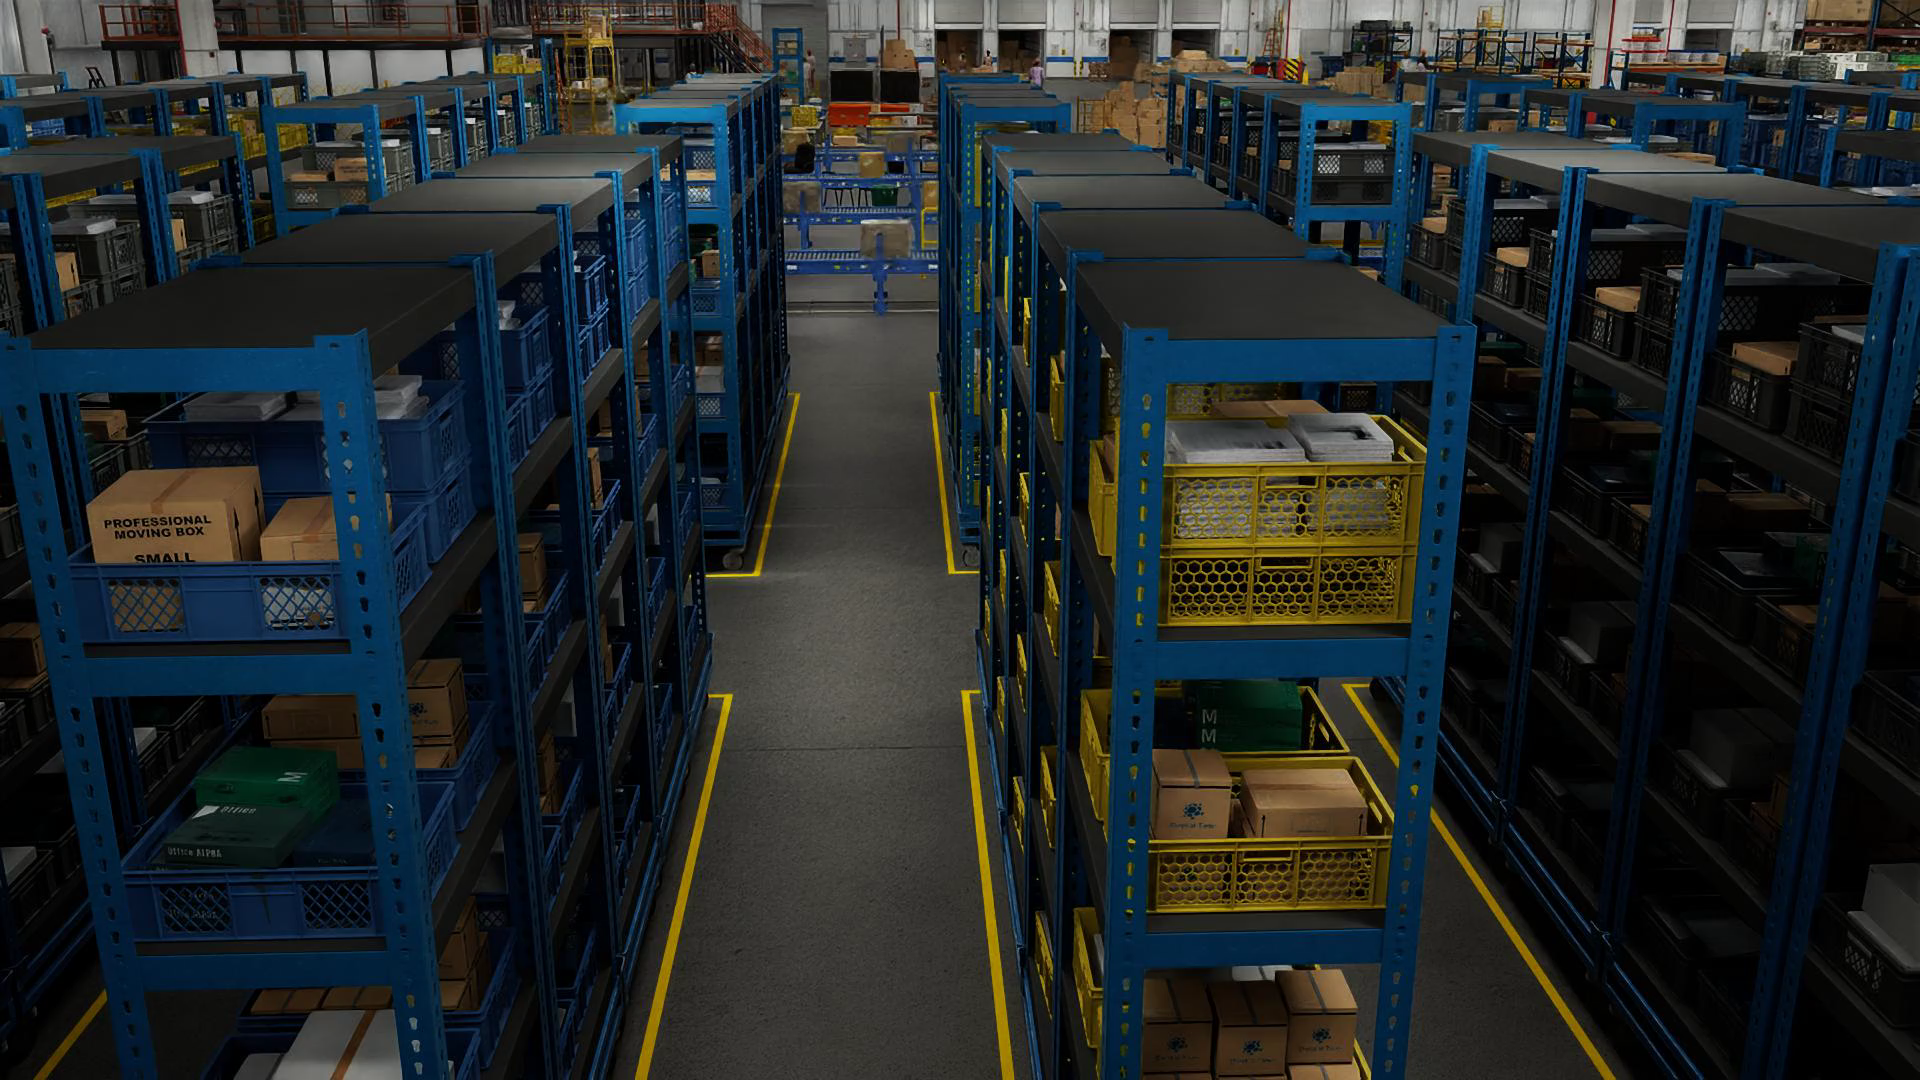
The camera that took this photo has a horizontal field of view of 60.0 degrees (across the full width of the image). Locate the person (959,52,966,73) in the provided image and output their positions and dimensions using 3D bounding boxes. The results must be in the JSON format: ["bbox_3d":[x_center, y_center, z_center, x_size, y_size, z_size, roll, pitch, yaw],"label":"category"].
[{"bbox_3d":[0.108,-25.437,89.801,0.713,1.746,0.528,16,24,41],"label":"person"}]

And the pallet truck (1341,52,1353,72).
[{"bbox_3d":[18.794,-23.123,82.231,0.823,1.965,1.885,-13,22,-35],"label":"pallet truck"}]

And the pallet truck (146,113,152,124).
[{"bbox_3d":[-18.087,-8.309,36.390,1.885,1.965,0.823,-1,18,-4],"label":"pallet truck"}]

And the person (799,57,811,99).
[{"bbox_3d":[-7.250,-21.452,77.178,0.489,1.925,0.635,16,24,41],"label":"person"}]

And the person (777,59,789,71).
[{"bbox_3d":[-9.423,-25.014,88.256,0.622,1.890,1.017,-11,21,-31],"label":"person"}]

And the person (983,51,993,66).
[{"bbox_3d":[1.596,-26.923,94.469,0.535,1.700,0.318,1,18,3],"label":"person"}]

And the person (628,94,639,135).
[{"bbox_3d":[-9.295,-11.791,47.449,0.990,1.817,0.505,4,18,12],"label":"person"}]

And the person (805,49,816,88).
[{"bbox_3d":[-7.851,-24.627,86.886,0.609,1.996,0.378,4,18,13],"label":"person"}]

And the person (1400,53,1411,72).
[{"bbox_3d":[22.934,-24.125,85.564,0.573,1.860,0.850,9,20,25],"label":"person"}]

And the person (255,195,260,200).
[{"bbox_3d":[-8.748,-3.368,21.101,0.611,1.996,0.378,8,20,24],"label":"person"}]

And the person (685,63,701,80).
[{"bbox_3d":[-10.416,-17.550,64.916,0.688,2.000,0.538,-11,21,-31],"label":"person"}]

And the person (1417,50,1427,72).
[{"bbox_3d":[23.772,-24.190,85.537,0.623,1.992,0.391,-9,20,-25],"label":"person"}]

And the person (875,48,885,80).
[{"bbox_3d":[-4.482,-26.631,93.287,0.756,1.875,0.655,-14,23,-37],"label":"person"}]

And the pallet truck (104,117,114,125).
[{"bbox_3d":[-18.367,-7.885,35.078,1.885,1.965,0.823,1,18,2],"label":"pallet truck"}]

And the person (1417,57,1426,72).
[{"bbox_3d":[21.784,-21.863,78.583,0.429,1.844,0.625,1,18,4],"label":"person"}]

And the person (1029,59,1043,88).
[{"bbox_3d":[3.282,-19.745,71.840,0.599,1.960,1.089,-4,18,-12],"label":"person"}]

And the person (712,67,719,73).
[{"bbox_3d":[-9.769,-17.747,65.822,1.021,1.872,0.597,-1,18,-2],"label":"person"}]

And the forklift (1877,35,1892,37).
[{"bbox_3d":[44.168,-22.911,80.163,1.129,2.768,1.873,-1,18,-2],"label":"forklift"}]

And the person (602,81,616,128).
[{"bbox_3d":[-11.569,-14.220,54.922,0.871,1.859,0.579,1,18,2],"label":"person"}]

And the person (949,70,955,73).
[{"bbox_3d":[-0.374,-16.648,62.335,0.796,1.916,0.548,11,21,31],"label":"person"}]

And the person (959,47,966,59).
[{"bbox_3d":[0.100,-26.505,92.822,0.535,1.920,0.571,4,18,11],"label":"person"}]

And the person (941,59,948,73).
[{"bbox_3d":[-0.706,-20.925,75.634,0.313,1.869,0.528,2,18,8],"label":"person"}]
